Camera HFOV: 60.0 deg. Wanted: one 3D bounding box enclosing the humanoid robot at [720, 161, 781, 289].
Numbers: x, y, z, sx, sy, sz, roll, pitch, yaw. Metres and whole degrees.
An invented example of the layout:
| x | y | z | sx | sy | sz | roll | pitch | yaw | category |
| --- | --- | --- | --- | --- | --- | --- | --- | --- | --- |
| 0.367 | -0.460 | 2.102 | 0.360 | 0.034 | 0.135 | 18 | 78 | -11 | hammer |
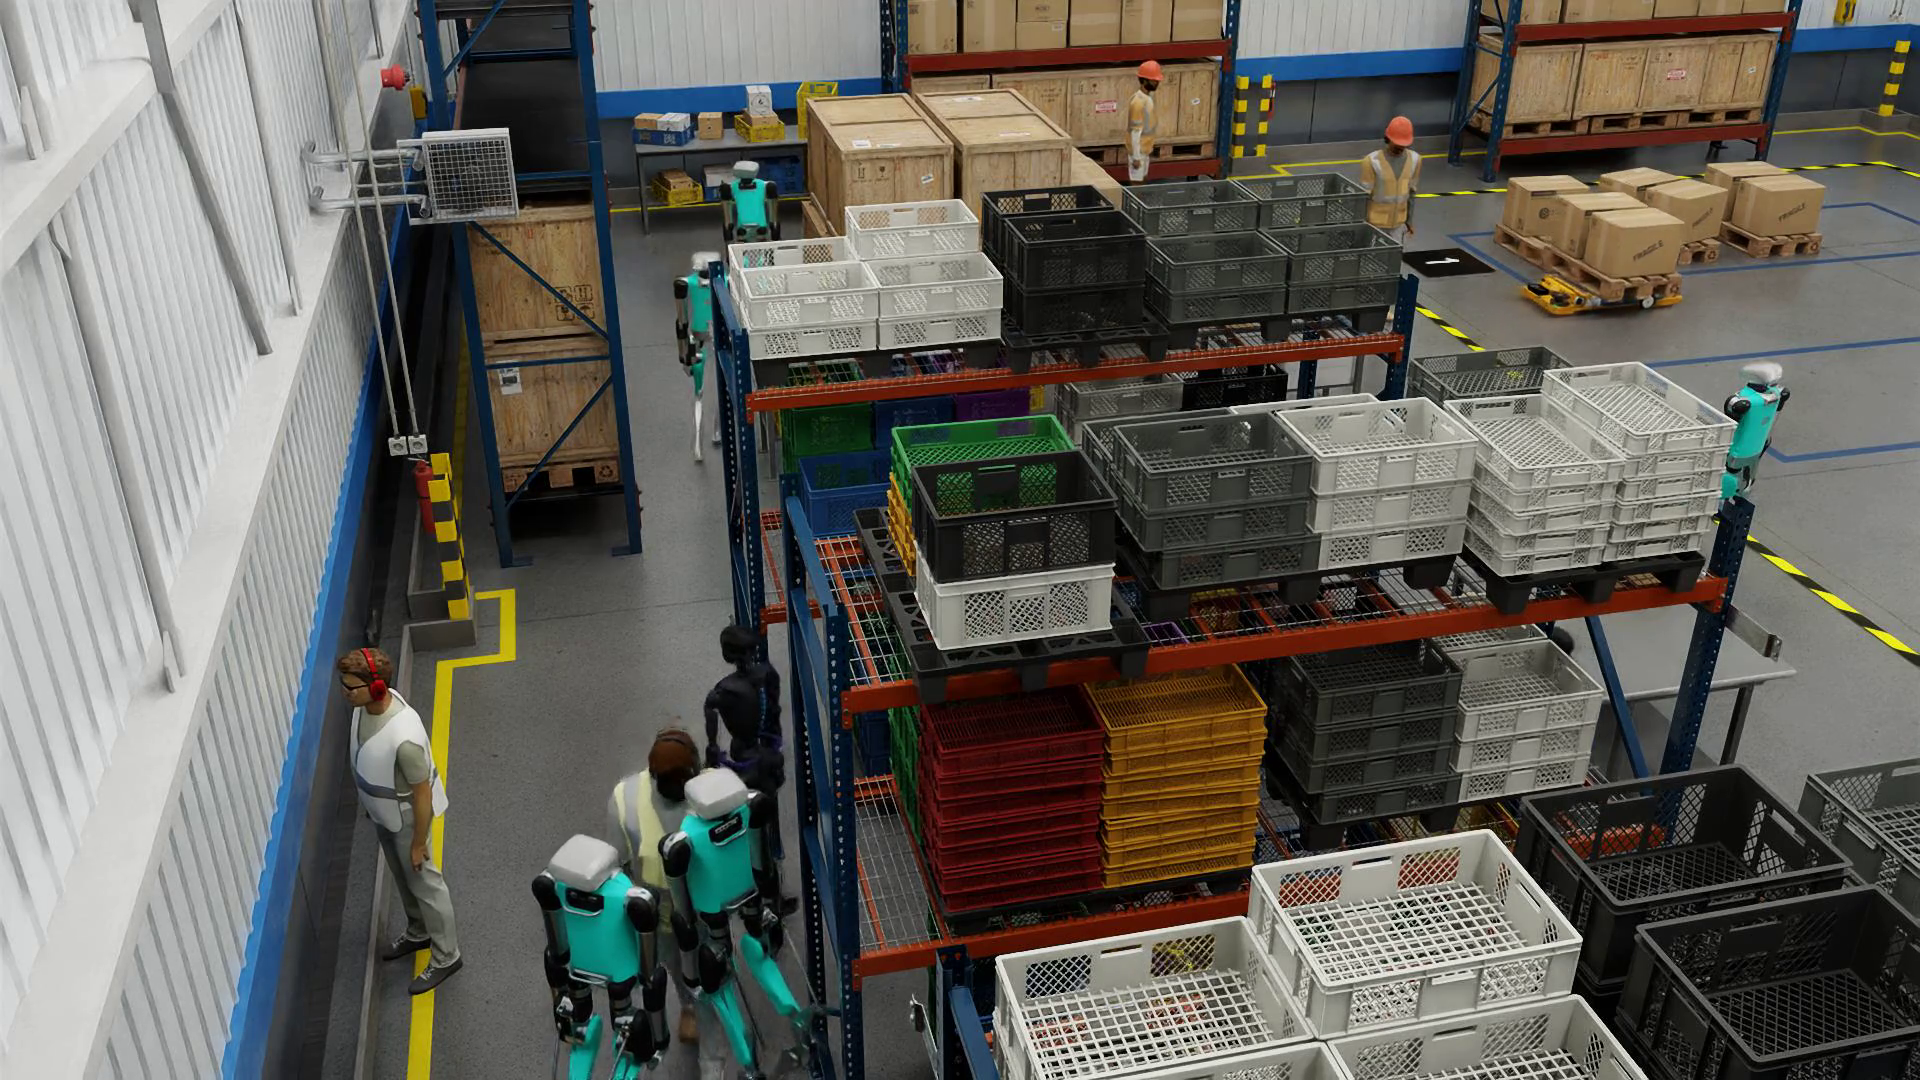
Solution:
| x | y | z | sx | sy | sz | roll | pitch | yaw | category |
| --- | --- | --- | --- | --- | --- | --- | --- | --- | --- |
| -1.920 | -2.525 | 15.280 | 0.544 | 1.801 | 0.828 | 0 | 28 | 1 | humanoid robot |

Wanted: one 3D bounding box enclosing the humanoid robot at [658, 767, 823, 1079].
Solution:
| x | y | z | sx | sy | sz | roll | pitch | yaw | category |
| --- | --- | --- | --- | --- | --- | --- | --- | --- | --- |
| -0.848 | 1.844 | 7.026 | 0.658 | 1.847 | 0.539 | 24 | 36 | 38 | humanoid robot |

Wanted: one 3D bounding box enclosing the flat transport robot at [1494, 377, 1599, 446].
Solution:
| x | y | z | sx | sy | sz | roll | pitch | yaw | category |
| --- | --- | --- | --- | --- | --- | --- | --- | --- | --- |
| 4.780 | -1.036 | 14.013 | 0.659 | 0.231 | 1.431 | -6 | 28 | -12 | flat transport robot |

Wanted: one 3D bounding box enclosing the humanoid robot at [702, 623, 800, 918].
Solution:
| x | y | z | sx | sy | sz | roll | pitch | yaw | category |
| --- | --- | --- | --- | --- | --- | --- | --- | --- | --- |
| -1.044 | 1.202 | 8.304 | 0.561 | 1.645 | 0.622 | 24 | 36 | 38 | humanoid robot |

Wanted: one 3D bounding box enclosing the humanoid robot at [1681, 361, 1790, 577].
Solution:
| x | y | z | sx | sy | sz | roll | pitch | yaw | category |
| --- | --- | --- | --- | --- | --- | --- | --- | --- | --- |
| 5.040 | -0.484 | 11.242 | 0.533 | 1.681 | 0.735 | -15 | 31 | -26 | humanoid robot |

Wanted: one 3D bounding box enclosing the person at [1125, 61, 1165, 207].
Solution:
| x | y | z | sx | sy | sz | roll | pitch | yaw | category |
| --- | --- | --- | --- | --- | --- | --- | --- | --- | --- |
| 2.047 | -4.366 | 18.557 | 0.392 | 1.928 | 0.551 | 9 | 29 | 16 | person |

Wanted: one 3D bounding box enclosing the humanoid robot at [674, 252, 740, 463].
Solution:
| x | y | z | sx | sy | sz | roll | pitch | yaw | category |
| --- | --- | --- | --- | --- | --- | --- | --- | --- | --- |
| -2.009 | -1.545 | 13.421 | 0.540 | 1.768 | 0.836 | -5 | 28 | -9 | humanoid robot |

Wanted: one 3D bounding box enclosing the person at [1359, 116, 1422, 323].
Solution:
| x | y | z | sx | sy | sz | roll | pitch | yaw | category |
| --- | --- | --- | --- | --- | --- | --- | --- | --- | --- |
| 4.101 | -3.054 | 15.952 | 0.609 | 2.030 | 0.403 | -7 | 29 | -13 | person |

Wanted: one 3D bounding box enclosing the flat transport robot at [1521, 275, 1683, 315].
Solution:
| x | y | z | sx | sy | sz | roll | pitch | yaw | category |
| --- | --- | --- | --- | --- | --- | --- | --- | --- | --- |
| 6.501 | -2.533 | 16.822 | 1.431 | 0.197 | 0.652 | -6 | 28 | -12 | flat transport robot |

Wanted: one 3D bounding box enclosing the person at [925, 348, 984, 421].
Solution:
| x | y | z | sx | sy | sz | roll | pitch | yaw | category |
| --- | --- | --- | --- | --- | --- | --- | --- | --- | --- |
| -0.037 | -0.912 | 12.045 | 0.867 | 1.885 | 0.600 | -23 | 36 | -37 | person |

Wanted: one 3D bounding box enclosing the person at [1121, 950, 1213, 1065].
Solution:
| x | y | z | sx | sy | sz | roll | pitch | yaw | category |
| --- | --- | --- | --- | --- | --- | --- | --- | --- | --- |
| 0.632 | 2.256 | 6.130 | 0.733 | 1.805 | 0.581 | -6 | 28 | -12 | person |

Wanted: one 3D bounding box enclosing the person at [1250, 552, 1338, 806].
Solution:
| x | y | z | sx | sy | sz | roll | pitch | yaw | category |
| --- | --- | --- | --- | --- | --- | --- | --- | --- | --- |
| 1.811 | 0.673 | 9.189 | 0.538 | 1.771 | 0.392 | 19 | 33 | 32 | person |

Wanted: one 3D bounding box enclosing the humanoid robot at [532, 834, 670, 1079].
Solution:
| x | y | z | sx | sy | sz | roll | pitch | yaw | category |
| --- | --- | --- | --- | --- | --- | --- | --- | --- | --- |
| -1.474 | 2.027 | 6.561 | 0.539 | 1.743 | 0.690 | 9 | 29 | 17 | humanoid robot |

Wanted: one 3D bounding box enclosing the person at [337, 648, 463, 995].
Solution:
| x | y | z | sx | sy | sz | roll | pitch | yaw | category |
| --- | --- | --- | --- | --- | --- | --- | --- | --- | --- |
| -2.644 | 1.303 | 7.883 | 0.386 | 1.845 | 0.567 | -22 | 35 | -36 | person |

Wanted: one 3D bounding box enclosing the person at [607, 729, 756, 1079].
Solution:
| x | y | z | sx | sy | sz | roll | pitch | yaw | category |
| --- | --- | --- | --- | --- | --- | --- | --- | --- | --- |
| -1.223 | 1.630 | 7.313 | 0.645 | 1.808 | 0.801 | 0 | 28 | 1 | person |

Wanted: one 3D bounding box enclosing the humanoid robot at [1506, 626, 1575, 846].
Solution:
| x | y | z | sx | sy | sz | roll | pitch | yaw | category |
| --- | --- | --- | --- | --- | --- | --- | --- | --- | --- |
| 2.881 | 1.148 | 8.363 | 0.345 | 1.650 | 0.603 | 12 | 30 | 21 | humanoid robot |
